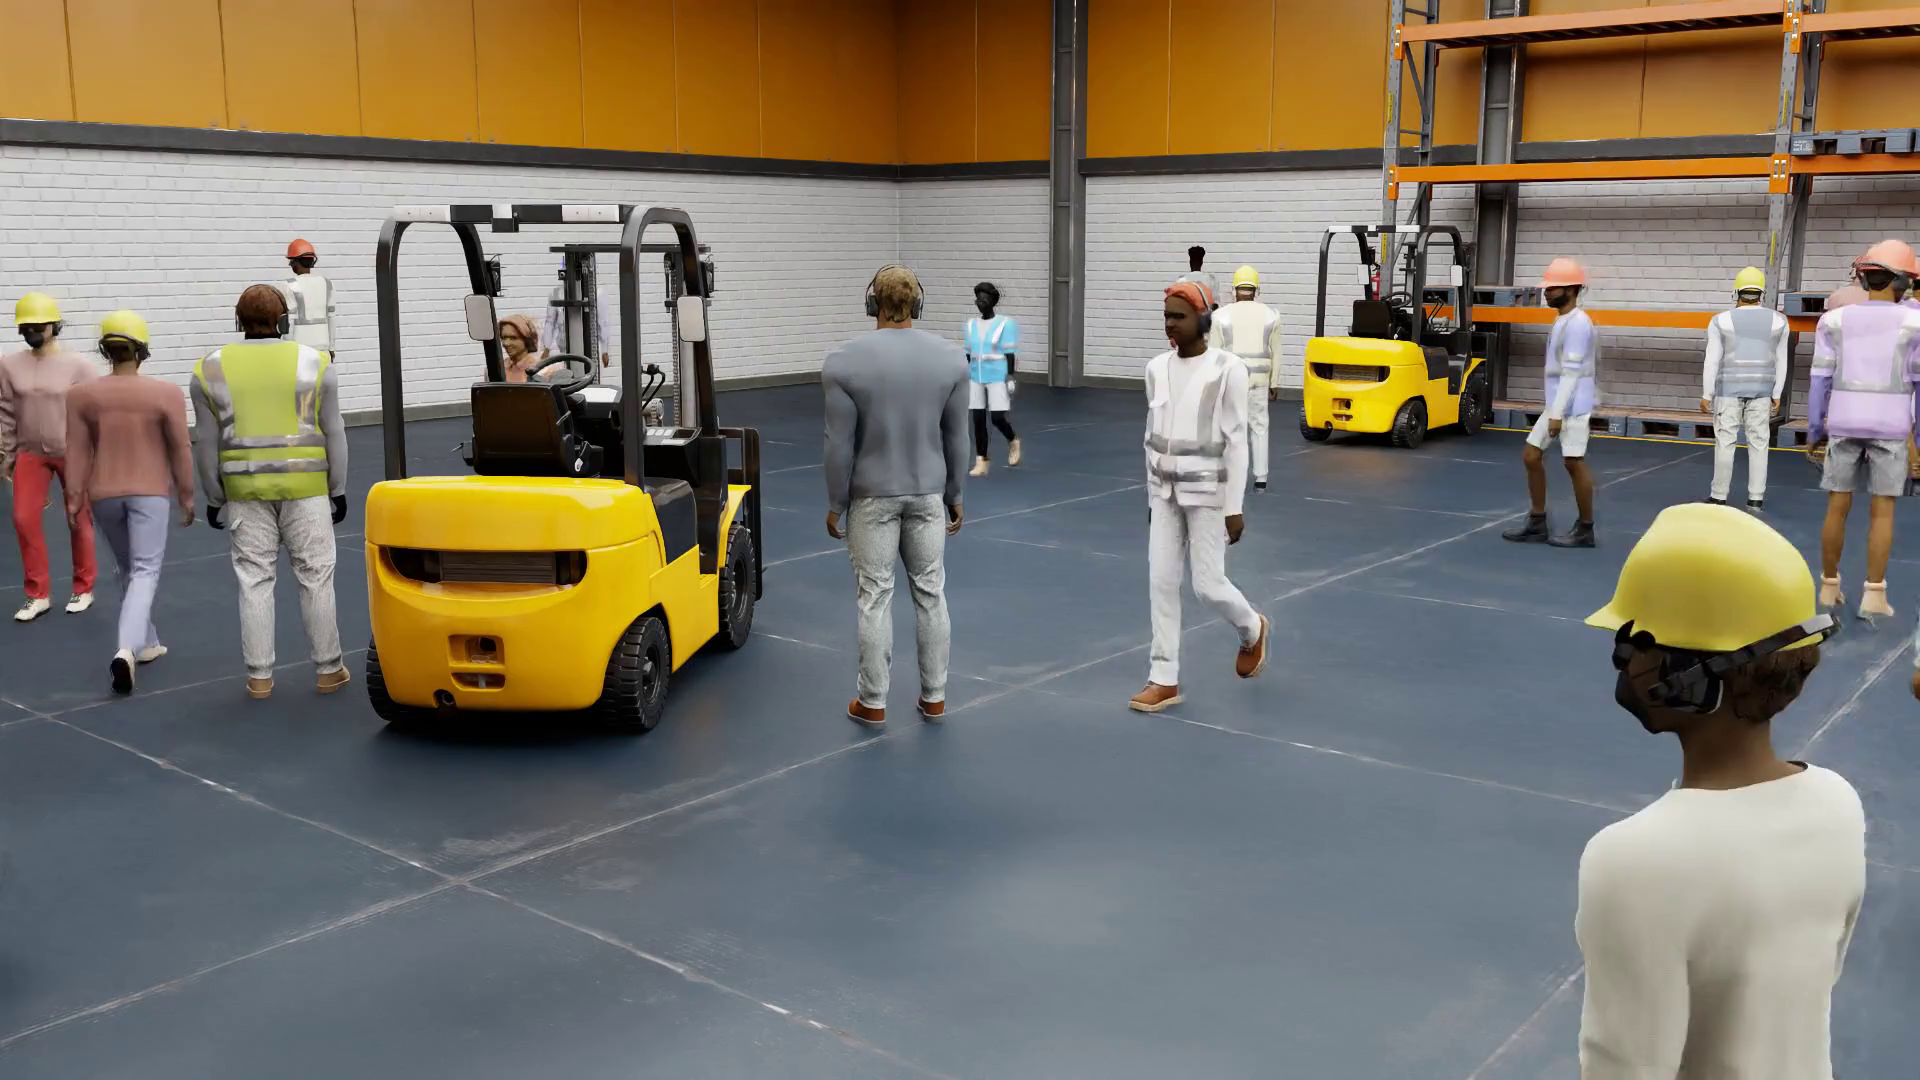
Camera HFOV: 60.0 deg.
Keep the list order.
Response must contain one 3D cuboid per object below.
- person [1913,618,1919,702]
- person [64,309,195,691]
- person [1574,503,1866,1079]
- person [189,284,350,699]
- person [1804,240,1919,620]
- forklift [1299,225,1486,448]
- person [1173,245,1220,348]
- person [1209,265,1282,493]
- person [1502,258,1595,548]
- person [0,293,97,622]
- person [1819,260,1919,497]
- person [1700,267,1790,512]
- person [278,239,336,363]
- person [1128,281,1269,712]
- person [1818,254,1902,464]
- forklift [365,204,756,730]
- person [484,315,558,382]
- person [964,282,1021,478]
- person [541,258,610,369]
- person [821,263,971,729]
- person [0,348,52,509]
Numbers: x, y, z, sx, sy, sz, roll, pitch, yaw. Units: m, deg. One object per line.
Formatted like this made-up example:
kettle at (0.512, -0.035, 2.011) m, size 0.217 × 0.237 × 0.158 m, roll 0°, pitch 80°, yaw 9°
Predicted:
person at (2.947, 0.354, 4.599) m, size 0.521 × 1.722 × 0.367 m, roll 3°, pitch 11°, yaw 14°
person at (-3.853, -0.194, 7.677) m, size 0.539 × 1.726 × 0.877 m, roll -1°, pitch 10°, yaw -7°
person at (0.886, 0.806, 2.103) m, size 0.545 × 1.714 × 0.927 m, roll -6°, pitch 12°, yaw -31°
person at (-3.047, -0.211, 7.421) m, size 0.619 × 1.845 × 0.430 m, roll -3°, pitch 11°, yaw -15°
person at (4.899, -0.579, 9.008) m, size 0.642 × 2.048 × 0.552 m, roll 10°, pitch 14°, yaw 42°
forklift at (4.449, -2.115, 16.993) m, size 1.214 × 2.155 × 2.313 m, roll 8°, pitch 13°, yaw 38°
person at (2.940, -2.683, 20.768) m, size 0.600 × 1.967 × 0.369 m, roll 0°, pitch 10°, yaw -2°
person at (2.283, -1.288, 13.412) m, size 0.592 × 1.832 × 0.404 m, roll 0°, pitch 10°, yaw -1°
person at (3.916, -0.889, 10.982) m, size 0.726 × 1.907 × 0.568 m, roll 1°, pitch 10°, yaw 7°
person at (-4.889, -0.435, 8.897) m, size 0.547 × 1.744 × 0.655 m, roll -1°, pitch 10°, yaw -7°
person at (7.442, -1.291, 13.262) m, size 0.900 × 1.909 × 0.552 m, roll 5°, pitch 12°, yaw 27°
person at (5.873, -1.123, 12.493) m, size 0.588 × 1.835 × 0.403 m, roll 2°, pitch 10°, yaw 9°
person at (-6.322, -1.881, 16.114) m, size 0.370 × 2.044 × 0.608 m, roll 6°, pitch 12°, yaw 29°
person at (1.056, -0.195, 7.276) m, size 0.736 × 1.867 × 0.588 m, roll -9°, pitch 14°, yaw -41°
person at (8.177, -1.640, 15.168) m, size 0.642 × 1.906 × 0.410 m, roll 1°, pitch 10°, yaw 5°
forklift at (-1.766, -0.406, 7.525) m, size 1.214 × 2.155 × 2.313 m, roll 1°, pitch 10°, yaw 7°
person at (-2.494, -0.436, 9.301) m, size 0.541 × 1.613 × 0.705 m, roll 3°, pitch 11°, yaw 18°
person at (0.276, -1.387, 14.361) m, size 0.547 × 1.682 × 0.523 m, roll 7°, pitch 12°, yaw 33°
person at (-3.894, -1.923, 16.749) m, size 0.612 × 1.891 × 1.006 m, roll 3°, pitch 11°, yaw 16°
person at (-0.266, -0.174, 6.945) m, size 0.630 × 1.940 × 0.370 m, roll -3°, pitch 11°, yaw -17°
person at (-7.129, -0.925, 12.098) m, size 0.503 × 1.582 × 0.883 m, roll 3°, pitch 11°, yaw 15°
